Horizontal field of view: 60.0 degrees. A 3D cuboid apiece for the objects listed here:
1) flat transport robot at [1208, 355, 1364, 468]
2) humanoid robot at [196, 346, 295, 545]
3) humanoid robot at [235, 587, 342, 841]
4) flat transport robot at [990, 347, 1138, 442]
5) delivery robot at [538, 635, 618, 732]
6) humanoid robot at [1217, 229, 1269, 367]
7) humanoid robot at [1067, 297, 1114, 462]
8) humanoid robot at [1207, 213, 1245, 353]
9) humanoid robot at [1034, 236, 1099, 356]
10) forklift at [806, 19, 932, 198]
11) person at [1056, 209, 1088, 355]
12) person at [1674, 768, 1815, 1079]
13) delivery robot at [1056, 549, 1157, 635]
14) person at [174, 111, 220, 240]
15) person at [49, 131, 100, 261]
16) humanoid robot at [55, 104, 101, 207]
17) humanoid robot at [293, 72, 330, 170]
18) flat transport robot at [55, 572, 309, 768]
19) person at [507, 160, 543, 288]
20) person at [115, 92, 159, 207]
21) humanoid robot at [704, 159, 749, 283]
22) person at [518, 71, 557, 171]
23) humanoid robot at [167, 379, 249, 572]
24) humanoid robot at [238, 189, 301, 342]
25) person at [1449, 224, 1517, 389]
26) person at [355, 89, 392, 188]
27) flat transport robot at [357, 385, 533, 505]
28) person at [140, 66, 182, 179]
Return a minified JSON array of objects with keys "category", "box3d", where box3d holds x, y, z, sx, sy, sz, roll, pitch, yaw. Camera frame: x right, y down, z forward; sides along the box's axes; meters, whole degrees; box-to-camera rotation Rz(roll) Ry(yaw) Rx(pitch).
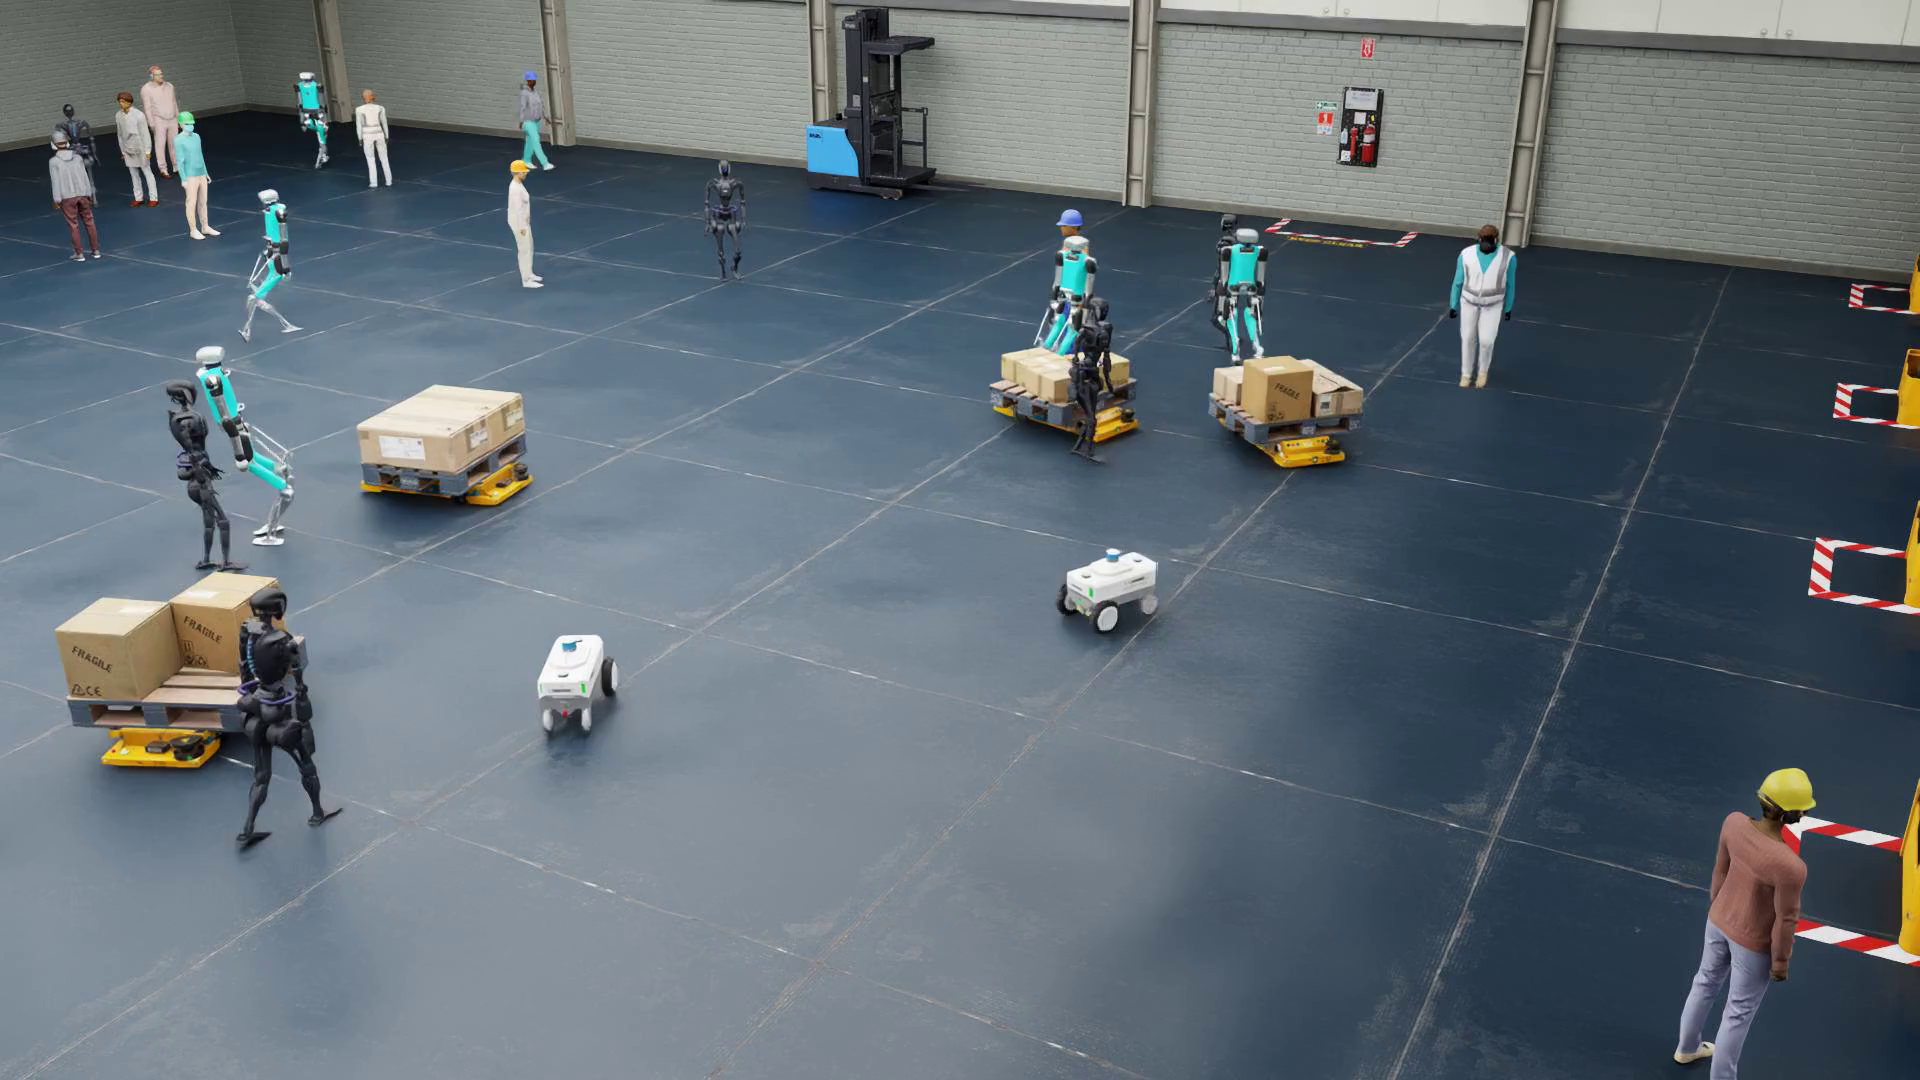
[{"category":"flat transport robot","box3d":[3.249,-1.074,16.663,0.659,0.231,1.431,-7,24,-17]},{"category":"humanoid robot","box3d":[-5.985,-0.820,14.172,0.738,1.753,0.534,-10,25,-22]},{"category":"humanoid robot","box3d":[-4.144,1.042,10.009,0.609,1.647,0.630,15,27,30]},{"category":"flat transport robot","box3d":[1.085,-1.336,17.273,1.431,0.231,0.659,21,31,40]},{"category":"delivery robot","box3d":[-2.696,0.948,11.582,0.499,0.586,0.773,-1,23,-1]},{"category":"humanoid robot","box3d":[3.121,-2.389,17.899,0.560,1.775,0.947,-4,24,-9]},{"category":"humanoid robot","box3d":[1.240,-1.544,16.001,0.486,1.636,0.597,20,30,39]},{"category":"humanoid robot","box3d":[3.158,-2.967,19.277,0.445,1.640,0.602,16,28,32]},{"category":"humanoid robot","box3d":[1.071,-2.289,17.678,0.549,1.806,0.722,19,30,37]},{"category":"forklift","box3d":[-1.573,-7.292,27.850,1.873,2.768,1.129,12,26,25]},{"category":"person","box3d":[1.226,-2.702,18.375,0.368,1.908,0.533,-9,25,-20]},{"category":"person","box3d":[3.771,1.866,7.935,0.341,1.760,0.528,-6,24,-14]},{"category":"delivery robot","box3d":[1.162,0.375,12.948,0.808,0.610,0.499,-16,28,-32]},{"category":"person","box3d":[-11.411,-5.440,24.796,0.356,1.871,0.530,8,24,17]},{"category":"person","box3d":[-12.568,-4.871,23.554,0.378,1.807,0.542,17,29,35]},{"category":"humanoid robot","box3d":[-14.253,-6.207,26.876,0.593,1.626,0.752,-14,27,-30]},{"category":"humanoid robot","box3d":[-11.547,-7.559,29.957,0.541,1.758,1.033,0,23,0]},{"category":"flat transport robot","box3d":[-5.265,1.139,11.510,0.659,0.231,1.431,1,23,3]},{"category":"person","box3d":[-5.833,-4.218,22.181,0.376,1.688,0.499,-6,24,-14]},{"category":"person","box3d":[-13.309,-6.295,26.842,0.510,1.830,0.363,2,23,5]},{"category":"humanoid robot","box3d":[-3.145,-4.287,22.349,0.602,1.647,0.349,-6,24,-14]},{"category":"person","box3d":[-7.551,-7.469,29.675,0.877,1.731,0.563,9,25,19]},{"category":"humanoid robot","box3d":[-6.203,-0.536,13.628,0.354,1.649,0.590,-8,25,-19]},{"category":"humanoid robot","box3d":[-8.438,-3.248,19.905,0.911,1.798,0.545,-18,29,-36]},{"category":"person","box3d":[5.651,-2.526,18.072,0.663,1.823,0.493,11,26,24]},{"category":"person","box3d":[-9.995,-6.838,28.355,0.522,1.632,0.312,-15,27,-30]},{"category":"flat transport robot","box3d":[-4.784,-0.585,15.525,1.431,0.231,0.659,7,24,15]},{"category":"person","box3d":[-13.931,-7.330,29.155,0.402,1.908,0.640,13,26,27]}]
